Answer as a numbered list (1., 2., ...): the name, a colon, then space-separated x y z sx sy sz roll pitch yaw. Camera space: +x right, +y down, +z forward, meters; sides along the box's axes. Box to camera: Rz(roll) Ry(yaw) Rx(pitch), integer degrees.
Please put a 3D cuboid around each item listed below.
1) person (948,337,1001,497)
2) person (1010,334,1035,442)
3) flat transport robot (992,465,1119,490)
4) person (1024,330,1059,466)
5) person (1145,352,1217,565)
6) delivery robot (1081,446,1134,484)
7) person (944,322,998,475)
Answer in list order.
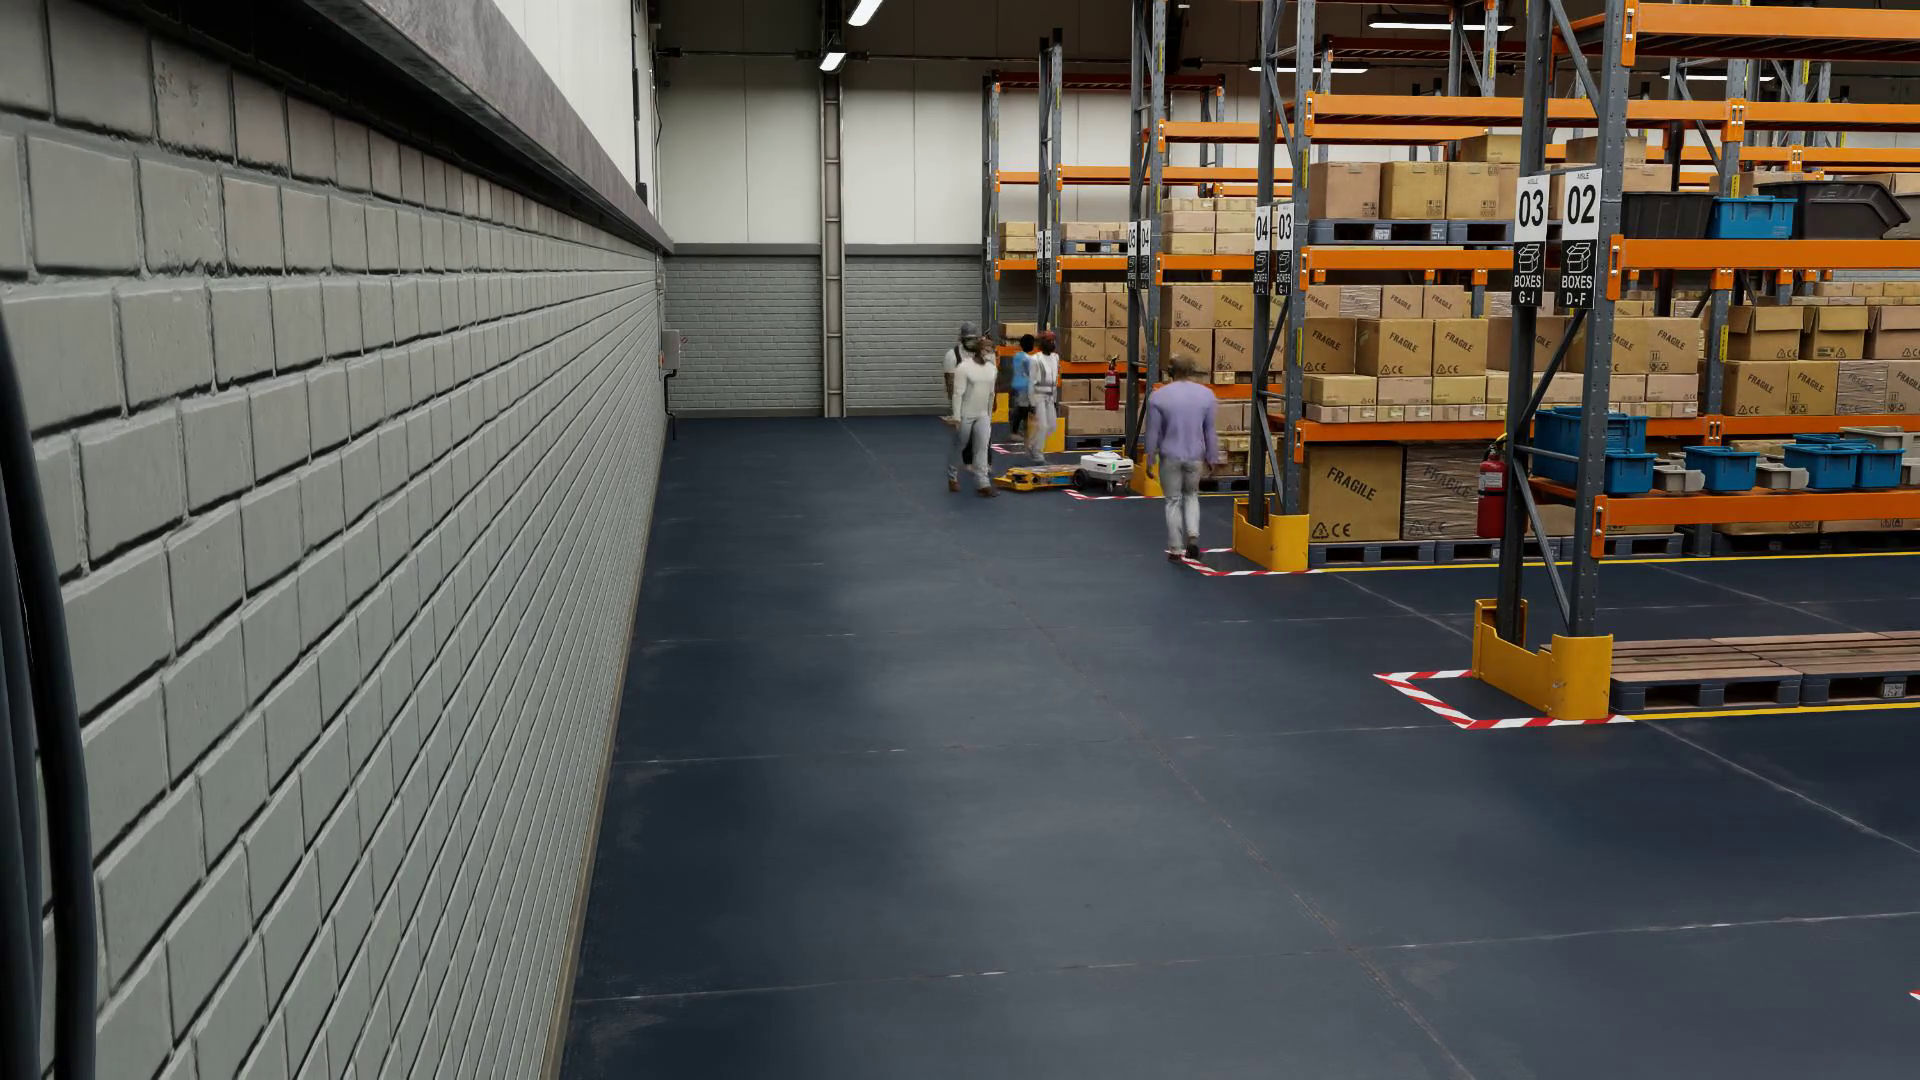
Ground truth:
1. person: 0.139 -1.460 19.701 0.710 1.876 0.998 -6 11 -35
2. person: 1.096 -2.347 25.764 0.754 1.661 0.547 -4 10 -24
3. flat transport robot: 1.179 -0.783 20.420 1.431 0.197 0.652 -4 10 -25
4. person: 1.102 -1.885 22.328 0.485 1.864 0.636 7 12 37
5. person: 1.979 -0.734 15.022 0.651 1.923 0.432 -1 9 -8
6. delivery robot: 1.759 -0.883 19.876 0.477 0.478 0.707 -6 11 -31
7. person: 0.138 -1.855 21.590 0.702 2.000 0.982 0 9 1
